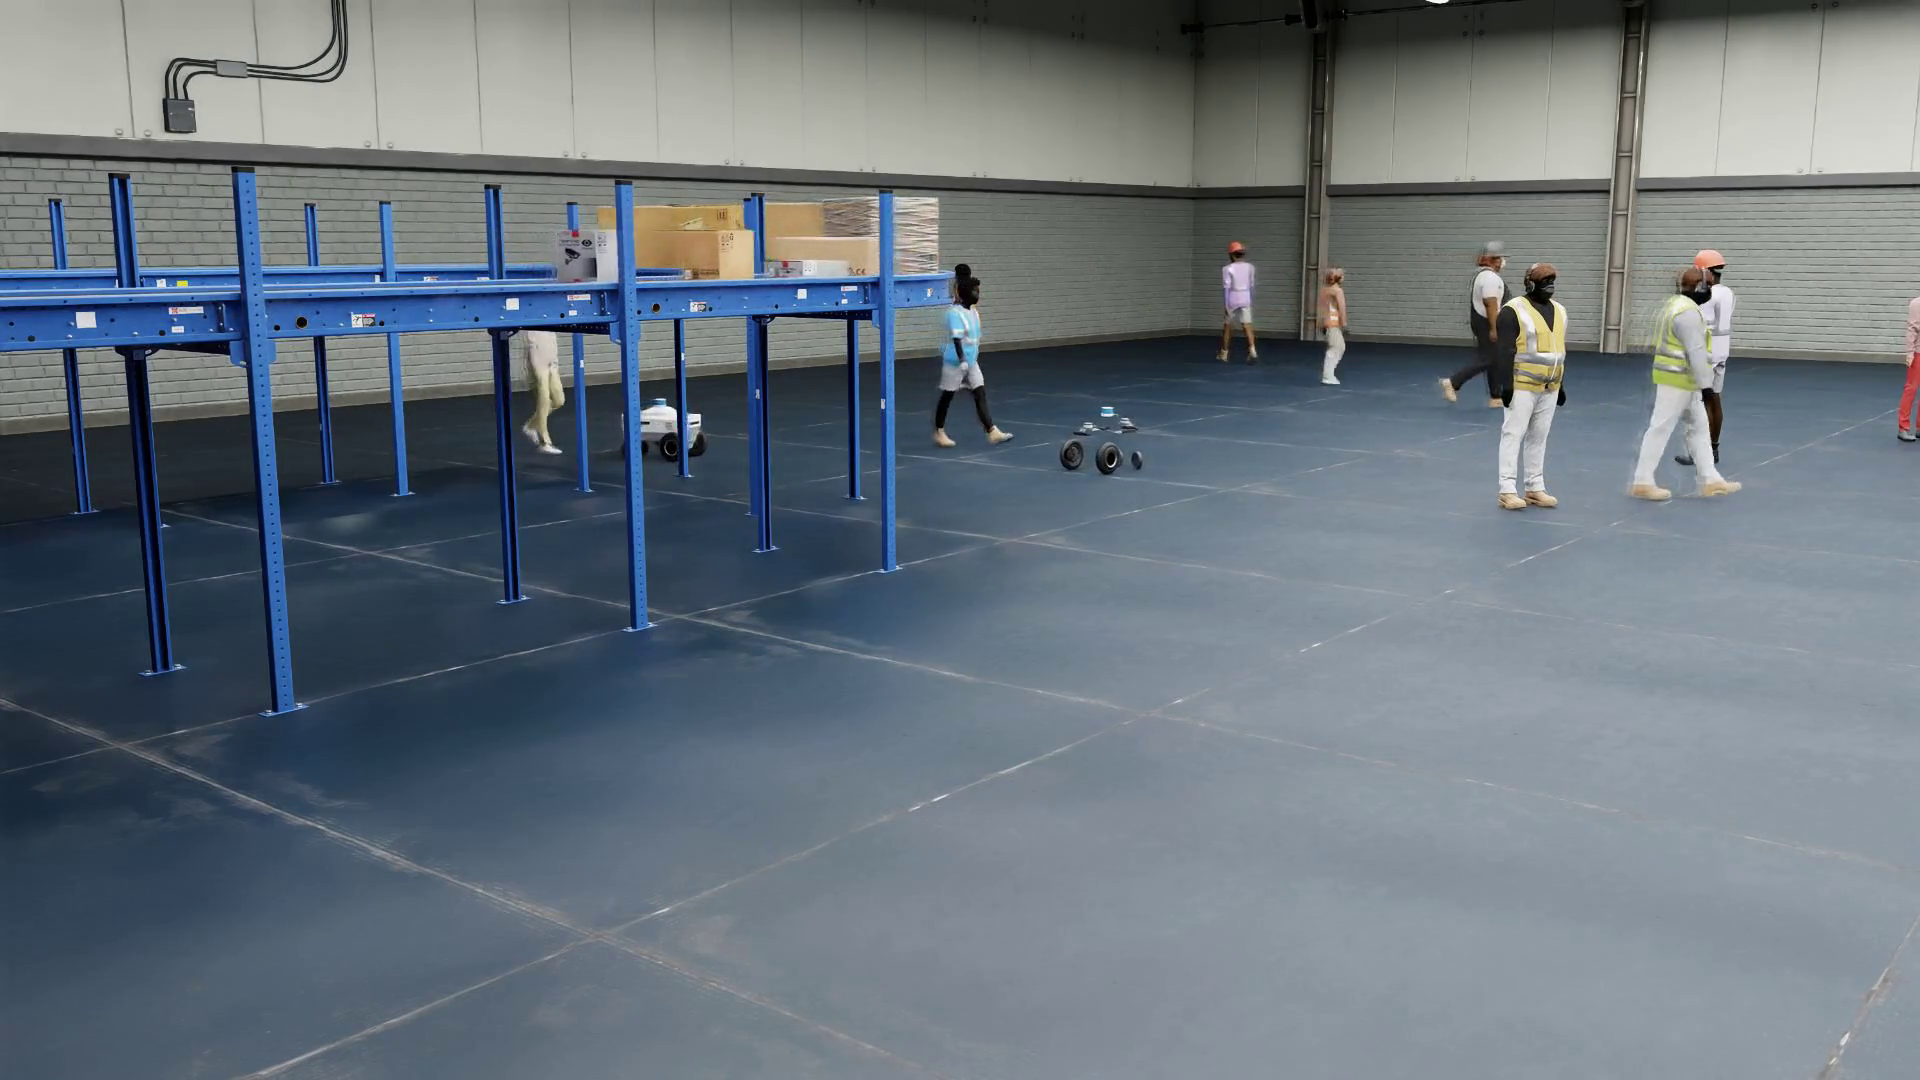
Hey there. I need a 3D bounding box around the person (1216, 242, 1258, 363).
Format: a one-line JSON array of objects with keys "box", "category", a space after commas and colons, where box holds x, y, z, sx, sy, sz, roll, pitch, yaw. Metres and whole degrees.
[{"box": [4.622, -3.929, 27.521, 0.623, 2.000, 1.048, -3, 11, -17], "category": "person"}]

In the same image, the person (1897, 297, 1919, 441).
[{"box": [9.786, -1.879, 16.789, 0.533, 1.761, 0.328, -3, 11, -16], "category": "person"}]

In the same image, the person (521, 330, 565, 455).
[{"box": [-3.981, -1.614, 15.763, 0.412, 1.612, 0.511, 3, 11, 16], "category": "person"}]

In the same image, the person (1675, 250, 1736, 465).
[{"box": [6.745, -1.650, 15.058, 0.543, 1.928, 0.373, -10, 14, -43], "category": "person"}]

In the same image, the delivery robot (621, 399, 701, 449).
[{"box": [-2.793, -1.077, 15.531, 0.707, 0.478, 0.477, 3, 10, 17], "category": "delivery robot"}]

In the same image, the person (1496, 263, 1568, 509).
[{"box": [4.352, -1.166, 12.611, 0.621, 1.845, 0.429, -5, 11, -26], "category": "person"}]

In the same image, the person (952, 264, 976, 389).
[{"box": [0.062, -2.917, 22.706, 0.318, 1.697, 0.540, 3, 11, 18], "category": "person"}]

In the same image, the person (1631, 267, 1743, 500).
[{"box": [5.724, -1.204, 12.923, 0.905, 1.794, 0.654, 4, 11, 23], "category": "person"}]

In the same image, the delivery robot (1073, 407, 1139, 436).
[{"box": [1.303, -1.067, 14.767, 0.335, 0.223, 0.698, 10, 14, 43], "category": "delivery robot"}]

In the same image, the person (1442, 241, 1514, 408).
[{"box": [6.329, -2.595, 20.097, 0.825, 2.000, 0.690, 3, 11, 15], "category": "person"}]

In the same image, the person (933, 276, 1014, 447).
[{"box": [0.106, -1.714, 16.138, 0.885, 1.651, 0.543, 7, 12, 33], "category": "person"}]

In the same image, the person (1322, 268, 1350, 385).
[{"box": [5.270, -2.982, 23.267, 0.420, 1.624, 0.528, 0, 10, -2], "category": "person"}]
